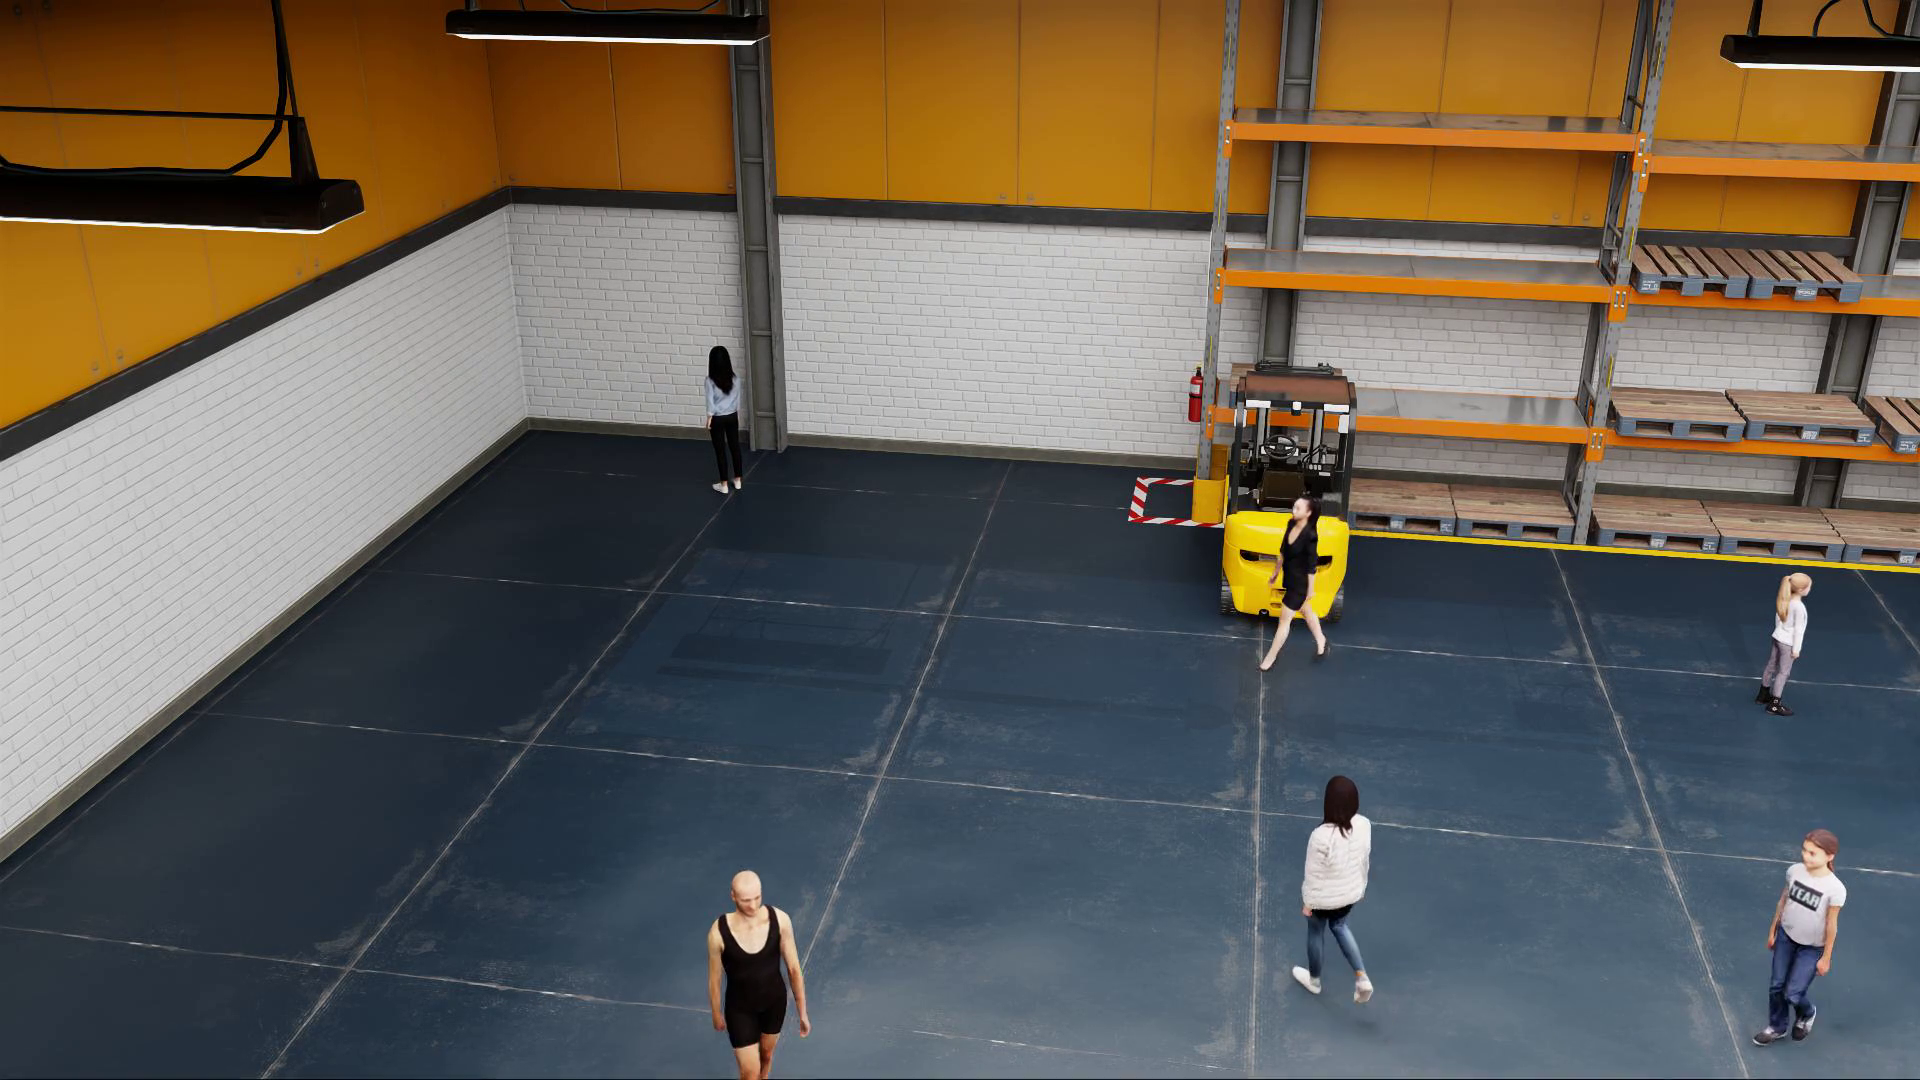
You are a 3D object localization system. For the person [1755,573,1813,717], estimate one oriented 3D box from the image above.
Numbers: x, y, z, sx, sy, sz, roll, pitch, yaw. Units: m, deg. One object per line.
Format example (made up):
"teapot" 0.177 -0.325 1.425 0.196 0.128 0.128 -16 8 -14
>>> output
"person" 7.049 0.864 14.211 0.539 1.278 0.533 -1 24 -2

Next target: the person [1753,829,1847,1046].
"person" 5.235 2.447 10.255 0.773 1.544 0.709 -13 27 -27

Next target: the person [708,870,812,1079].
"person" -1.197 2.619 9.550 0.870 1.796 0.922 -12 26 -25

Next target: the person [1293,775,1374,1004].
"person" 2.421 2.265 10.573 0.929 1.625 0.961 -12 26 -26

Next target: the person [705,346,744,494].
"person" -2.667 -1.372 18.786 0.688 1.710 0.736 -18 29 -35

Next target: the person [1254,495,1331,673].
"person" 3.086 0.386 14.829 1.115 1.658 0.890 -7 25 -15
